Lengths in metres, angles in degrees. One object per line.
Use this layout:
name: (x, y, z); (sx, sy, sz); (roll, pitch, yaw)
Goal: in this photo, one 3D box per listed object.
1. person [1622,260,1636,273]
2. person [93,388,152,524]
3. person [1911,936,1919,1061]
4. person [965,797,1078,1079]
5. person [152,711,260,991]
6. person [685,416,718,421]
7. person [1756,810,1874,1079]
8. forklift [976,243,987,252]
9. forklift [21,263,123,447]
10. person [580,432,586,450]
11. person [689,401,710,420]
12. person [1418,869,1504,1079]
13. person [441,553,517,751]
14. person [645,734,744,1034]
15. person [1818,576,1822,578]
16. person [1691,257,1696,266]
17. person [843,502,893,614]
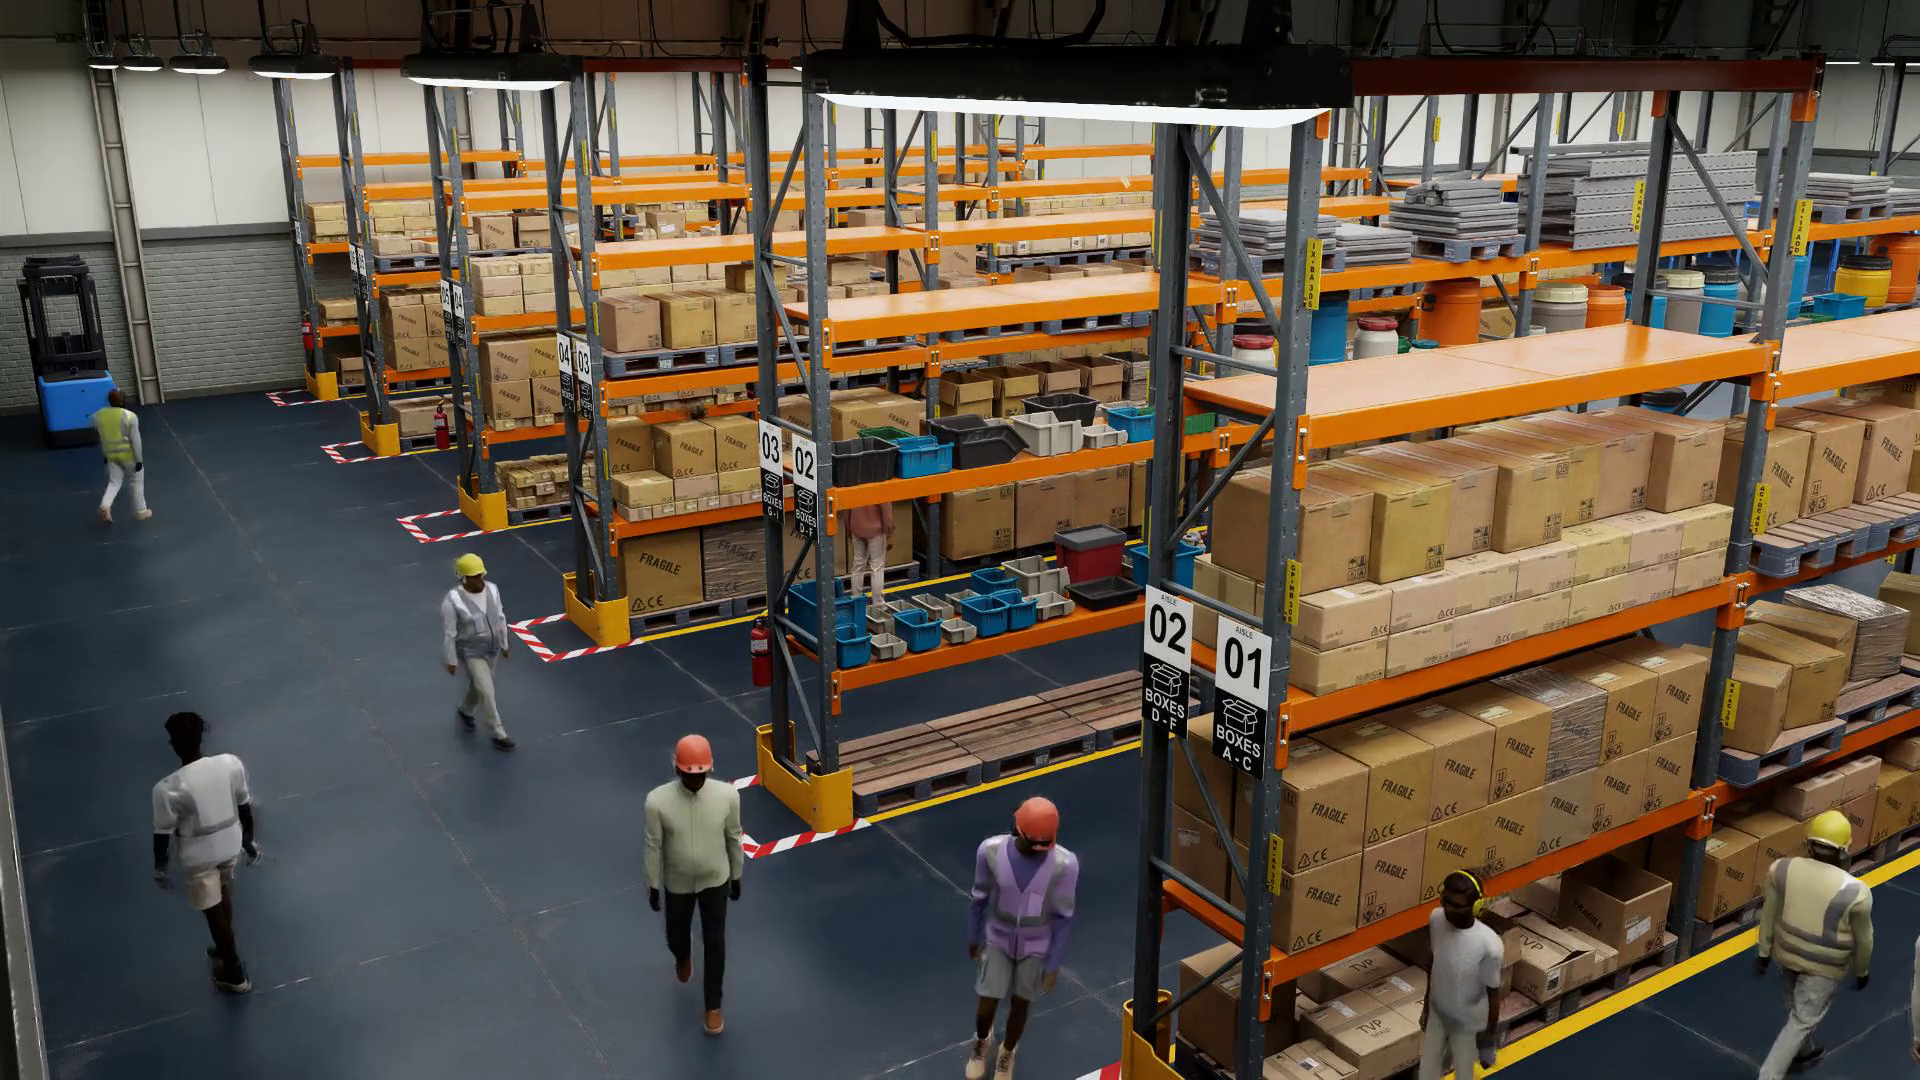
person: (17.186, -6.965, 40.177); (0.627, 1.819, 0.844); (12, 21, 35)
person: (-11.160, -1.098, 20.937); (0.641, 1.820, 0.762); (1, 17, 5)
person: (5.270, 2.705, 8.304); (0.562, 1.920, 0.647); (-11, 20, -32)
person: (0.345, 2.381, 9.241); (0.672, 1.988, 0.520); (3, 17, 11)
person: (-5.048, 2.035, 10.441); (0.710, 1.941, 0.630); (10, 19, 29)
person: (-4.098, -2.398, 25.069); (0.994, 1.899, 0.617); (-15, 22, -40)
person: (4.997, 2.461, 9.324); (0.920, 1.788, 0.575); (-10, 20, -30)
forklift: (0.988, -5.474, 34.718); (1.214, 2.155, 2.313); (-10, 20, -31)
forklift: (-14.518, -3.079, 25.708); (1.129, 2.768, 1.873); (-10, 20, -31)
person: (-5.801, -2.175, 24.578); (0.629, 1.769, 1.025); (7, 18, 22)
person: (-3.335, -0.805, 19.796); (0.604, 1.925, 0.651); (-3, 17, -9)
person: (2.790, 2.622, 8.692); (0.714, 1.850, 0.524); (-10, 19, -29)
person: (-4.368, 0.957, 14.235); (0.889, 1.796, 0.598); (11, 20, 32)
person: (-1.686, 2.128, 10.075); (0.628, 1.981, 0.646); (-4, 17, -13)
person: (10.489, -0.499, 18.849); (0.967, 1.901, 0.564); (-10, 20, -30)
person: (15.801, -5.236, 34.371); (0.398, 1.900, 0.650); (-2, 17, -8)
person: (-0.991, -0.108, 17.390); (0.617, 1.990, 0.393); (11, 20, 31)
